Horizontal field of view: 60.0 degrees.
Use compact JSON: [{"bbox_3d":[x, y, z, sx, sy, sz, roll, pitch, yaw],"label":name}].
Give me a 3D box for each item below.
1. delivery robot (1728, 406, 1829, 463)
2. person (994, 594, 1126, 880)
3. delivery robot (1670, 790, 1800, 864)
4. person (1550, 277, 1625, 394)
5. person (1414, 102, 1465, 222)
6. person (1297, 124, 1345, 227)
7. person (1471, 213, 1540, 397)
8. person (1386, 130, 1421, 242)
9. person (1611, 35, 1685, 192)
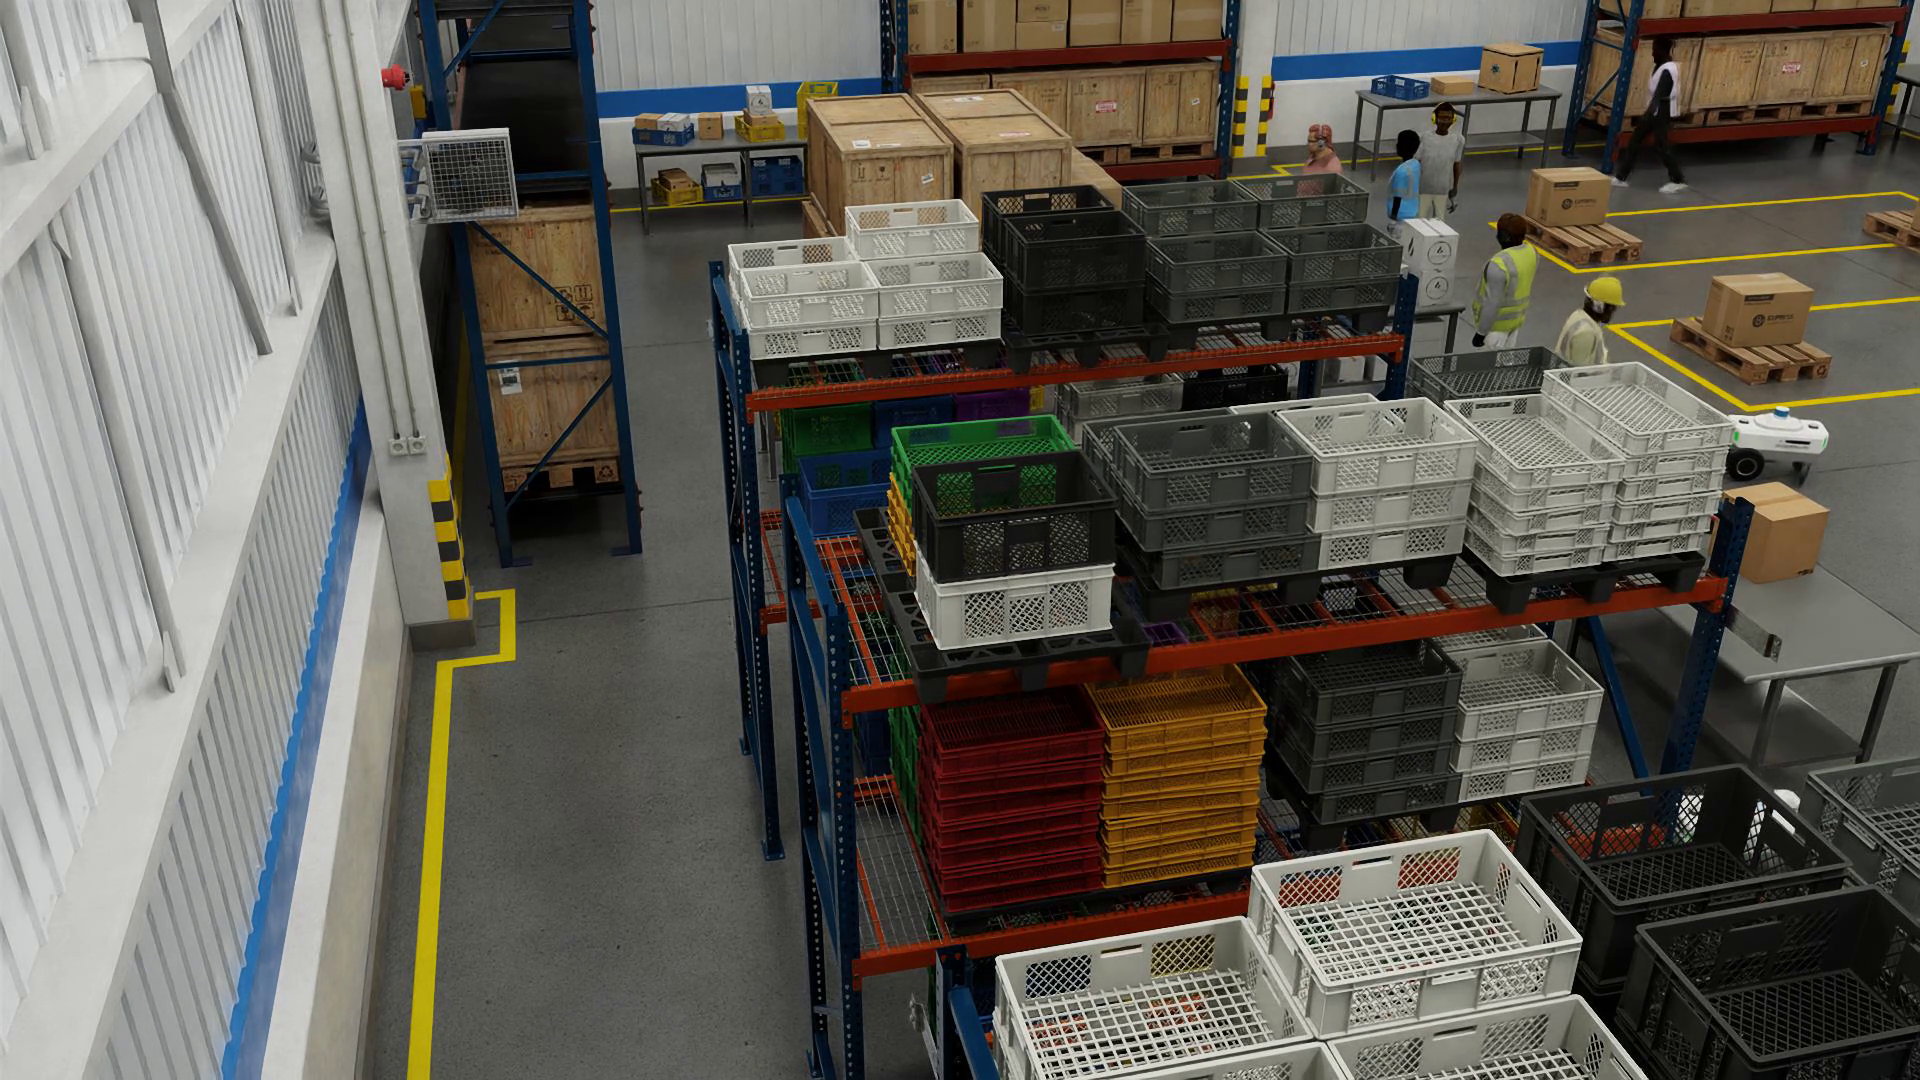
[{"bbox_3d":[6.465,-0.824,13.182,0.707,0.478,0.477,5,28,9],"label":"delivery robot"},{"bbox_3d":[0.602,0.994,8.414,0.983,1.898,0.630,-7,29,-14],"label":"person"},{"bbox_3d":[4.112,1.500,8.773,0.707,0.478,0.477,-3,28,-5],"label":"delivery robot"},{"bbox_3d":[4.627,-1.128,12.563,0.515,1.781,0.753,9,29,17],"label":"person"},{"bbox_3d":[4.854,-3.549,17.048,0.514,1.873,0.328,3,28,5],"label":"person"},{"bbox_3d":[3.422,-3.081,16.128,0.405,1.903,0.636,-4,28,-7],"label":"person"},{"bbox_3d":[4.445,-1.803,13.767,0.429,1.841,0.633,25,37,39],"label":"person"},{"bbox_3d":[4.433,-3.270,16.716,0.319,1.687,0.534,14,31,24],"label":"person"},{"bbox_3d":[8.447,-5.141,20.080,0.919,1.867,0.588,3,28,6],"label":"person"}]
